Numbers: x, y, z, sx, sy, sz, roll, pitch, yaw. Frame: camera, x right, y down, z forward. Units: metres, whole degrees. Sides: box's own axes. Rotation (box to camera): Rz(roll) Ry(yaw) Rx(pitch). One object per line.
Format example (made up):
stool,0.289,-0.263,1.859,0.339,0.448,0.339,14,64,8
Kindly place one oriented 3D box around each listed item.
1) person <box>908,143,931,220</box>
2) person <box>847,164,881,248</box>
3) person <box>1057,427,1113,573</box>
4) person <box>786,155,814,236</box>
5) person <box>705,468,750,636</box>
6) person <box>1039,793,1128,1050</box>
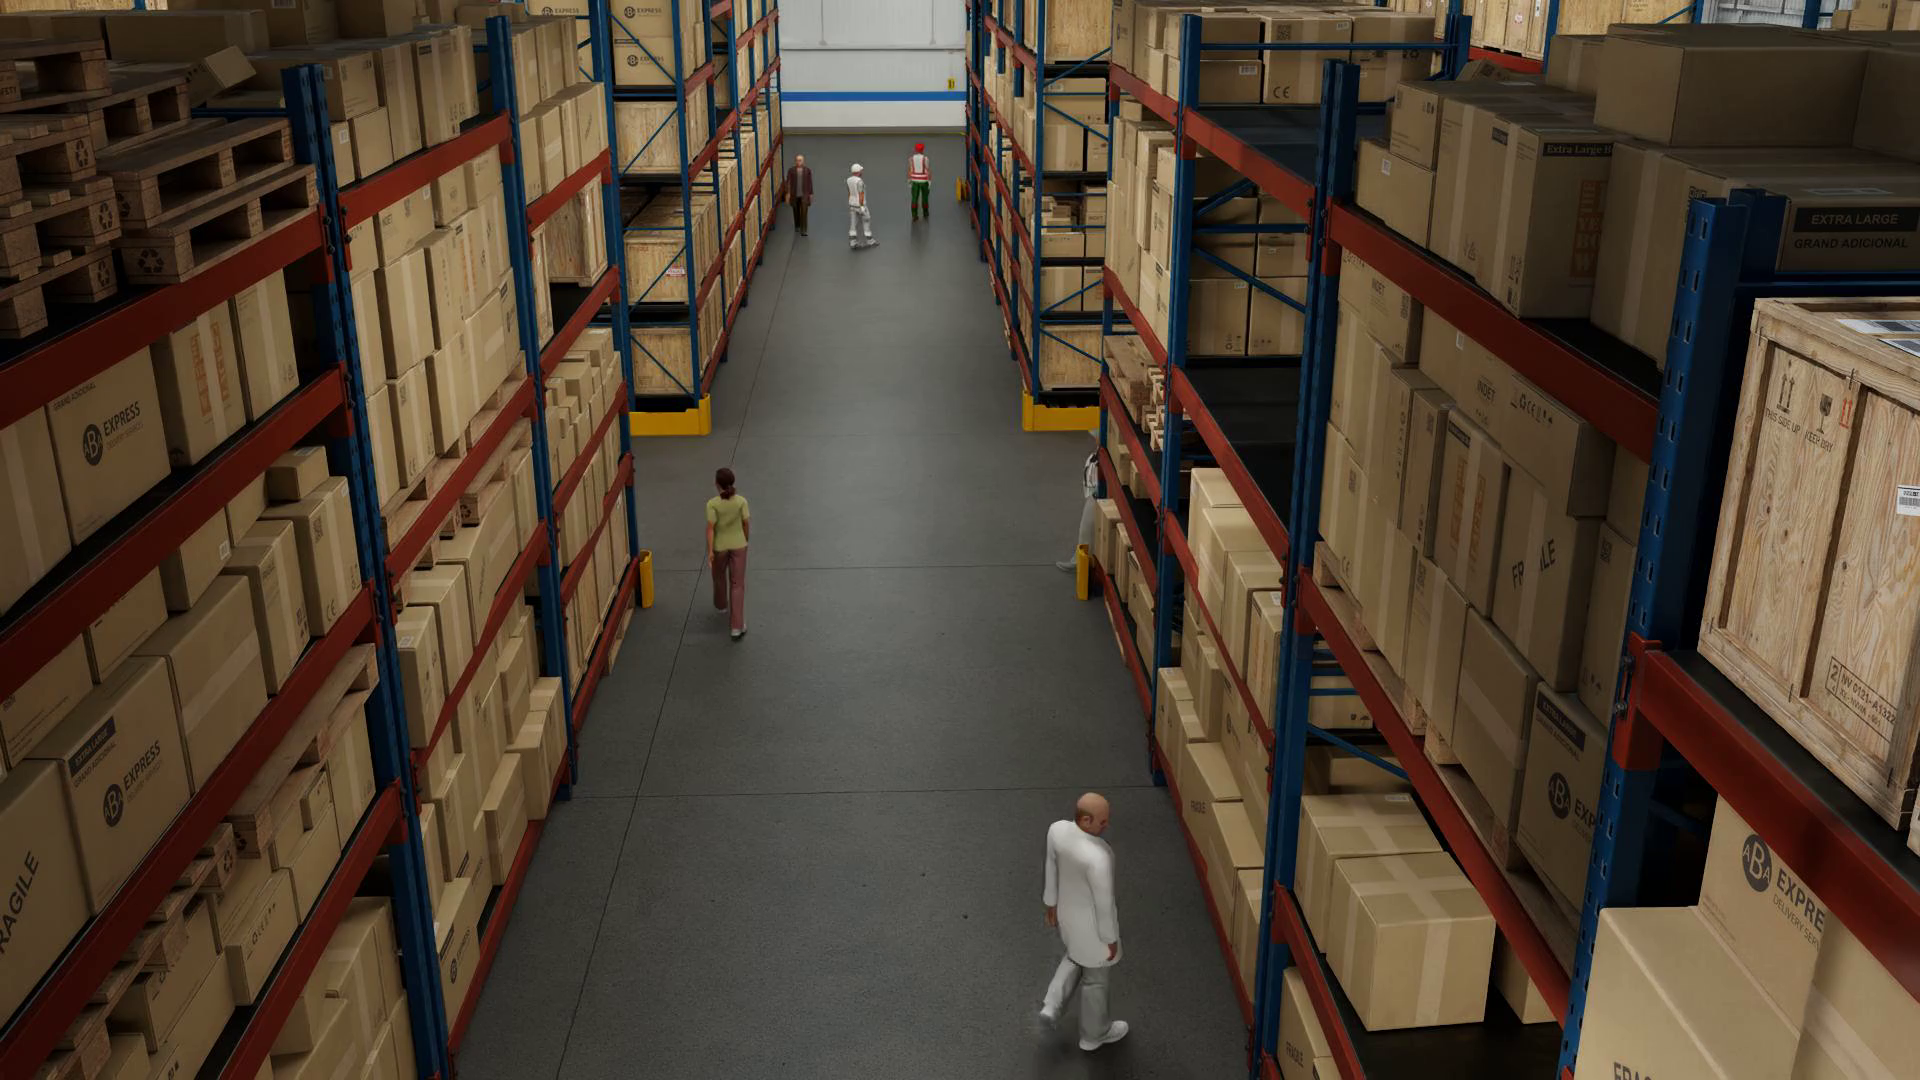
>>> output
person,-0.938,-8.452,39.113,0.564,1.777,0.805,3,21,9
person,-2.088,-7.183,35.674,0.675,1.787,0.565,-19,28,-41
person,1.438,-0.454,17.861,0.760,1.661,0.484,2,21,6
person,-3.582,-7.712,37.159,0.598,1.744,1.072,-1,20,-2
person,-2.285,0.053,16.465,0.435,1.636,0.931,-3,21,-7
person,0.773,2.329,10.191,0.616,1.780,0.606,-12,24,-30
